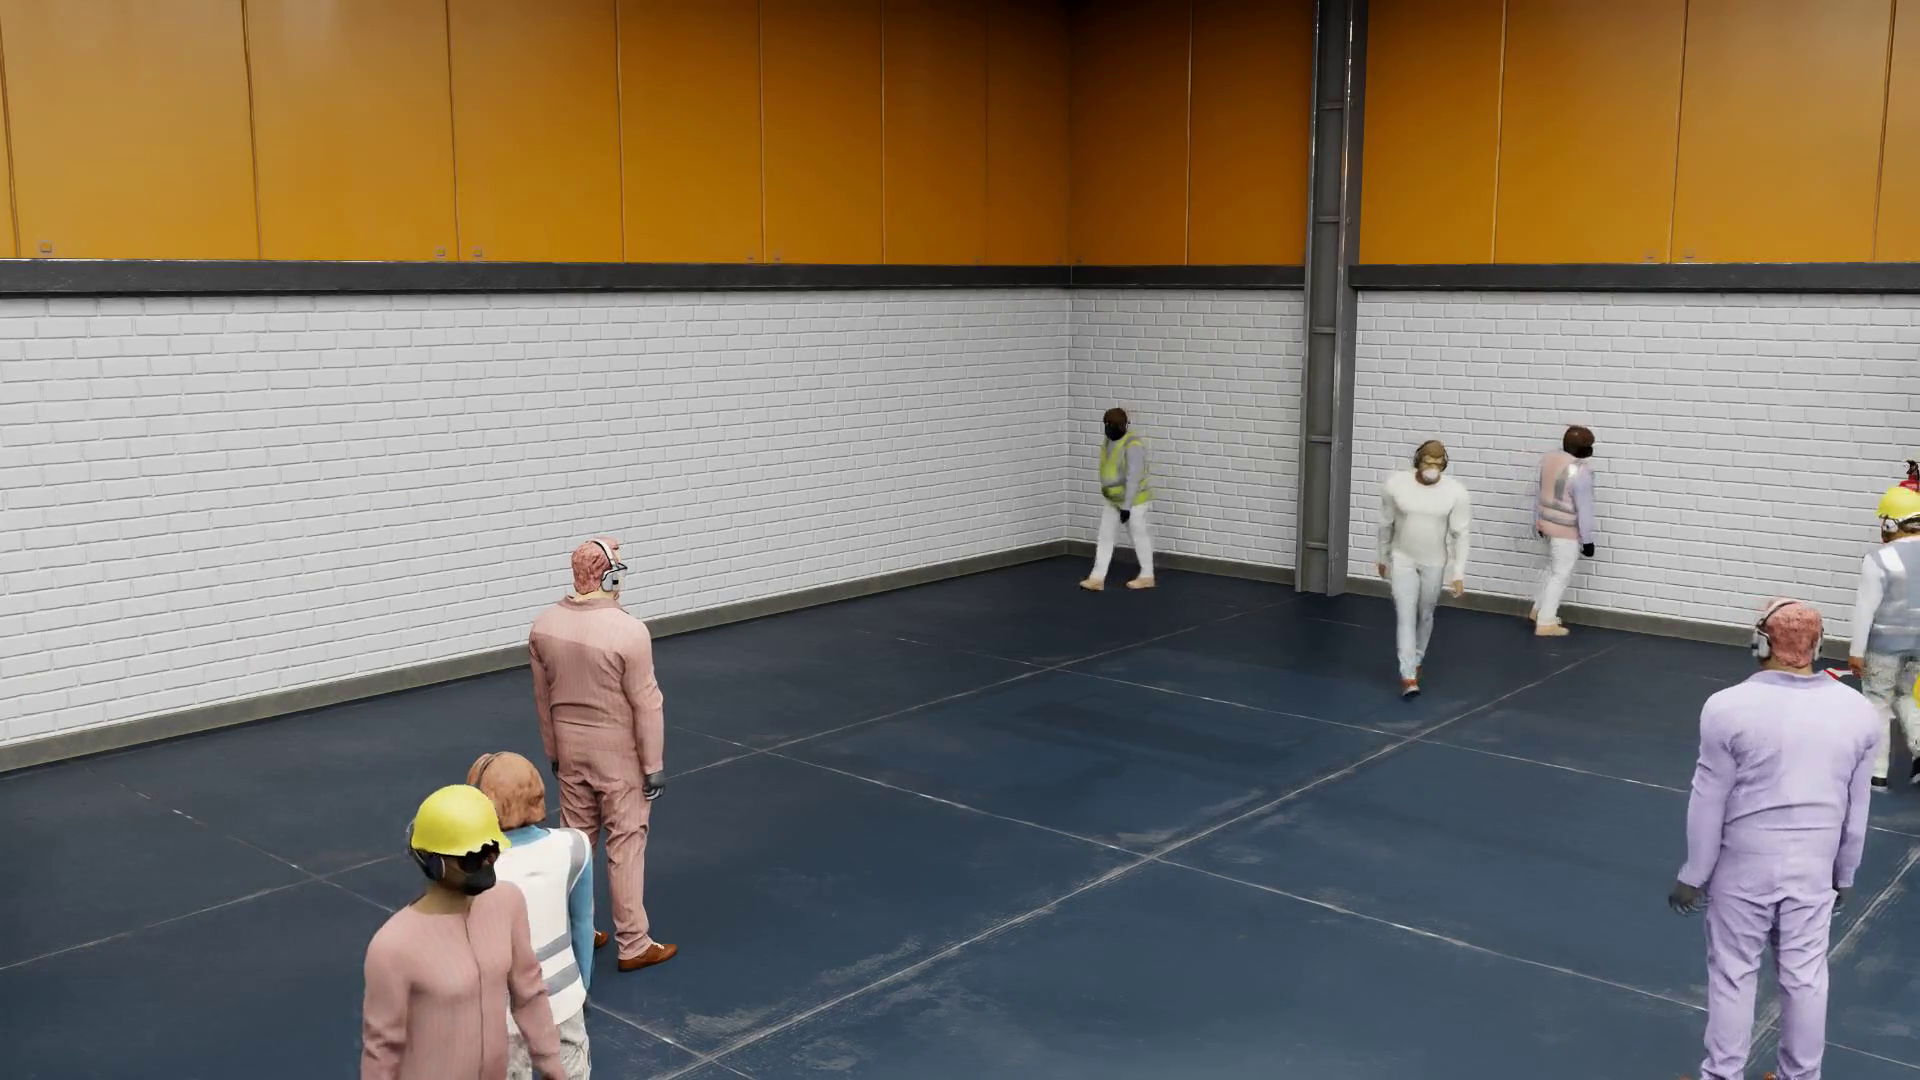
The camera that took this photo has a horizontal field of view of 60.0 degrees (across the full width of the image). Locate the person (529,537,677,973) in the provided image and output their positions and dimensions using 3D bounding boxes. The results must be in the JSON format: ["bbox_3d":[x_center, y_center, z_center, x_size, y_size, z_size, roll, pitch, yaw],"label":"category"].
[{"bbox_3d":[-1.547,0.933,7.276,0.643,1.909,0.410,4,10,26],"label":"person"}]

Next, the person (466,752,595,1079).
[{"bbox_3d":[-1.310,1.431,4.989,0.310,1.640,0.514,8,12,42],"label":"person"}]

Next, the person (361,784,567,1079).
[{"bbox_3d":[-1.342,1.476,4.480,0.934,1.715,0.540,5,10,26],"label":"person"}]

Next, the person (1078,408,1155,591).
[{"bbox_3d":[1.531,-0.375,15.909,0.931,1.774,0.639,-5,10,-29],"label":"person"}]

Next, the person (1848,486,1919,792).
[{"bbox_3d":[5.472,0.590,9.708,0.611,1.812,0.441,-2,9,-13],"label":"person"}]

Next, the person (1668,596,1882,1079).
[{"bbox_3d":[2.888,1.145,5.970,0.678,1.905,0.403,-1,9,-4],"label":"person"}]

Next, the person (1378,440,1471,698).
[{"bbox_3d":[3.347,0.197,12.047,0.637,1.855,1.058,2,9,15],"label":"person"}]

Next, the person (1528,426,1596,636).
[{"bbox_3d":[5.063,-0.066,13.909,0.435,1.802,0.721,0,9,-3],"label":"person"}]
